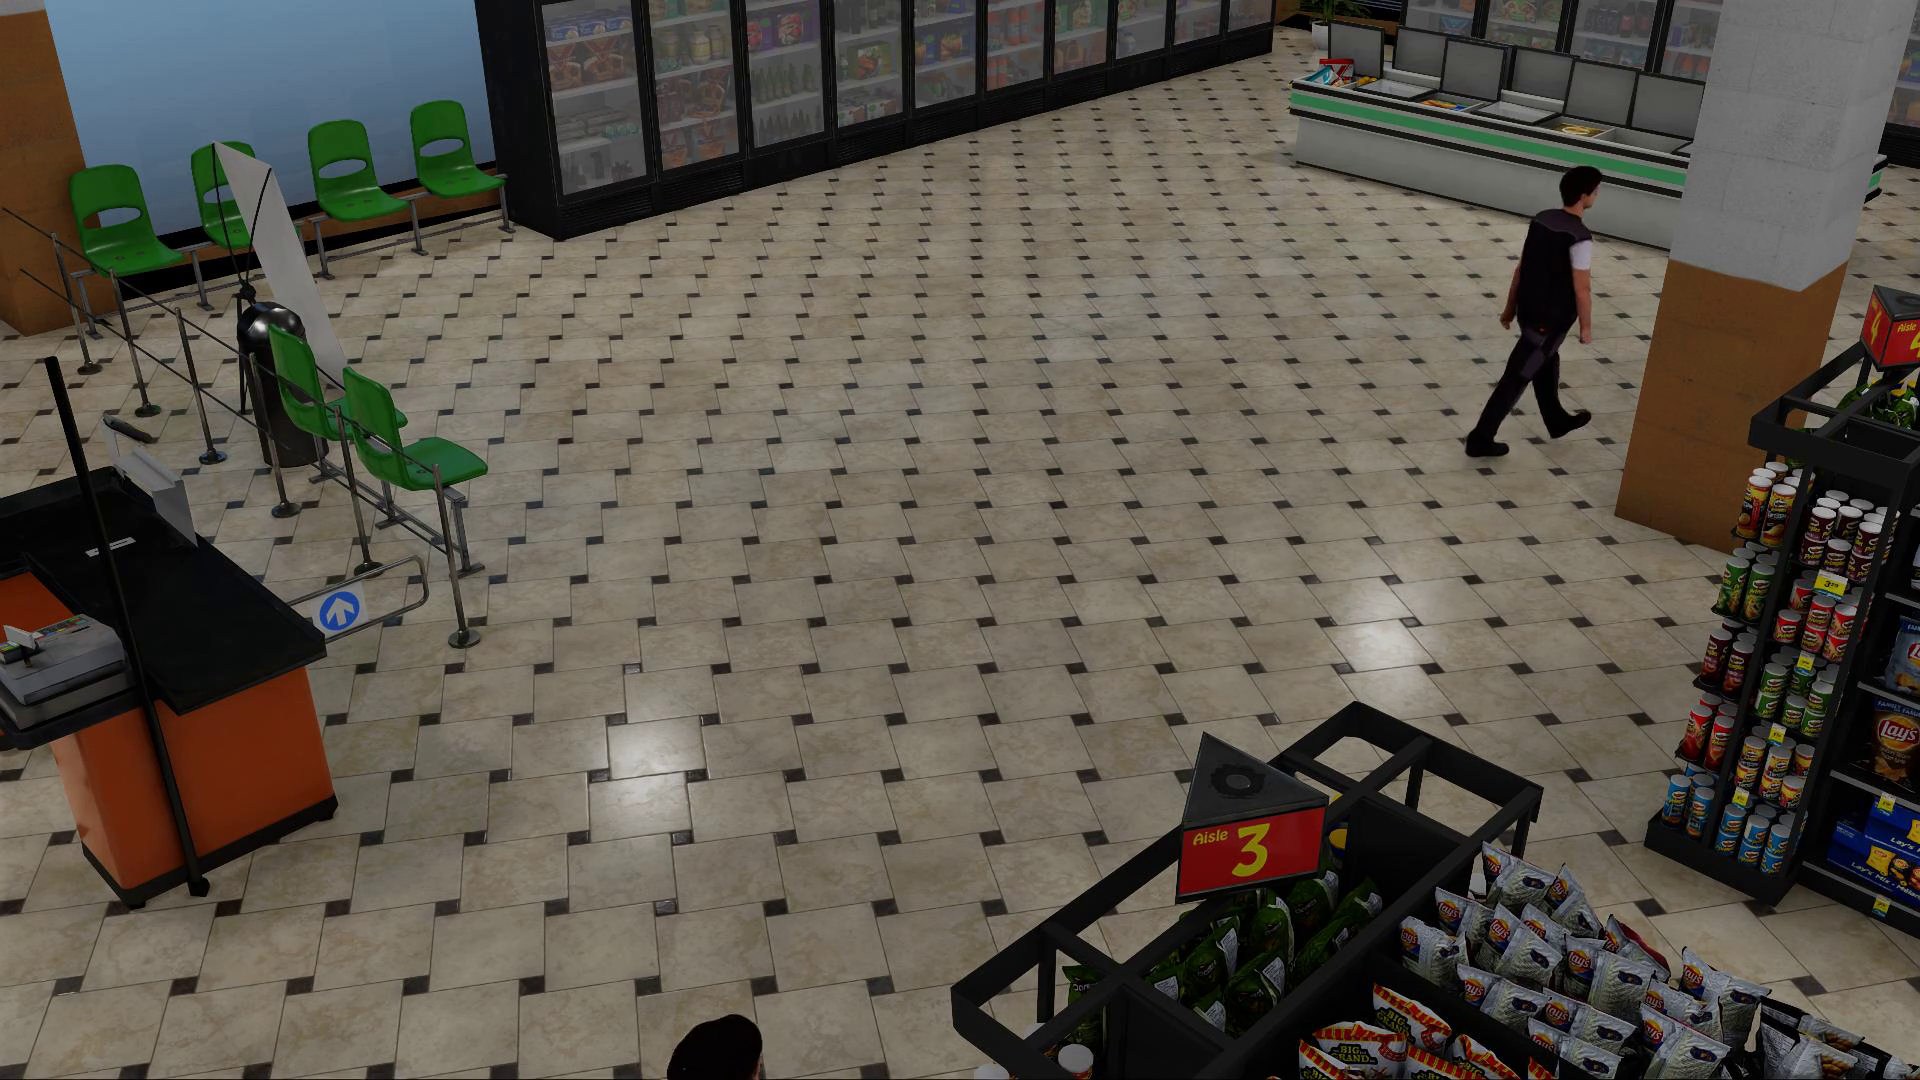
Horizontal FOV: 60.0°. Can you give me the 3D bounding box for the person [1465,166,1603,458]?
[{"bbox_3d":[3.401,-1.300,9.947,1.078,1.799,1.183,-8,30,-15],"label":"person"}]
